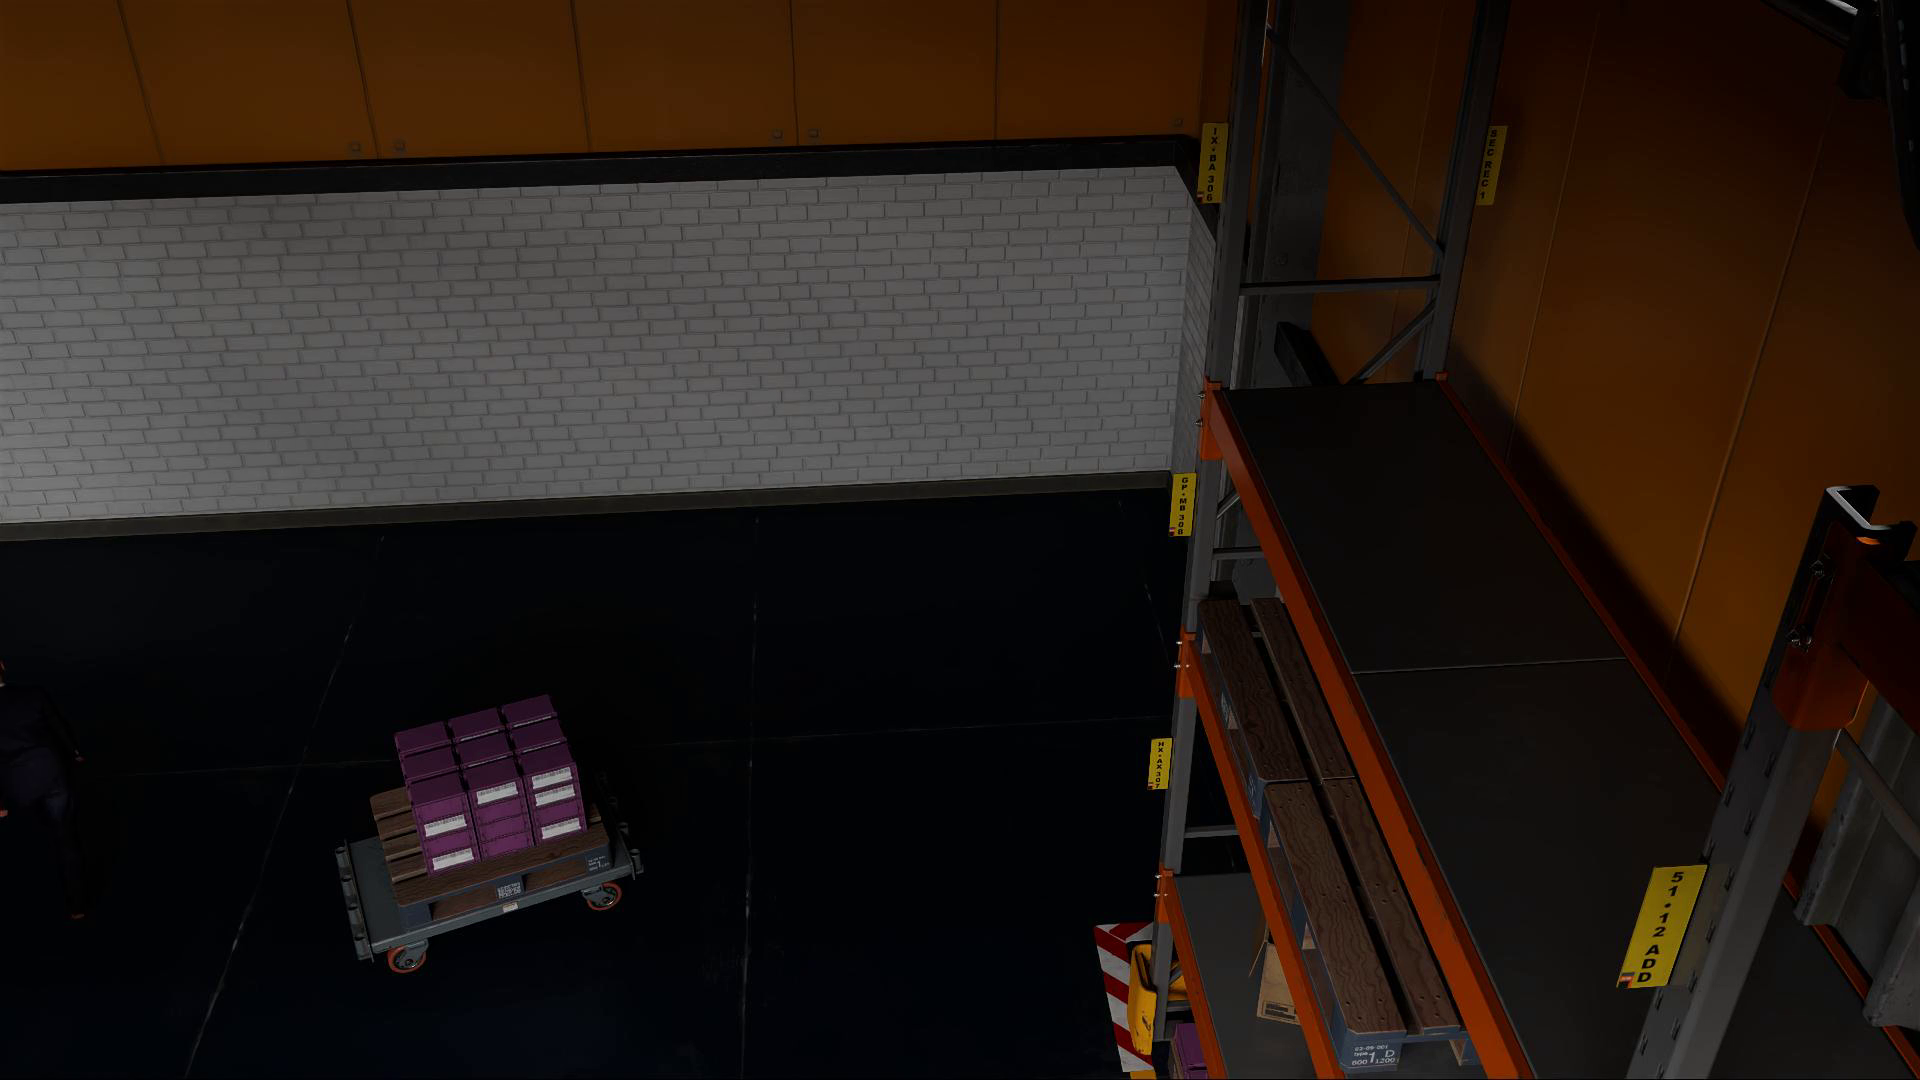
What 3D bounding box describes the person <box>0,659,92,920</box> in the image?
[{"bbox_3d":[-5.361,1.411,9.627,0.915,1.777,1.250,-14,36,-20],"label":"person"}]
